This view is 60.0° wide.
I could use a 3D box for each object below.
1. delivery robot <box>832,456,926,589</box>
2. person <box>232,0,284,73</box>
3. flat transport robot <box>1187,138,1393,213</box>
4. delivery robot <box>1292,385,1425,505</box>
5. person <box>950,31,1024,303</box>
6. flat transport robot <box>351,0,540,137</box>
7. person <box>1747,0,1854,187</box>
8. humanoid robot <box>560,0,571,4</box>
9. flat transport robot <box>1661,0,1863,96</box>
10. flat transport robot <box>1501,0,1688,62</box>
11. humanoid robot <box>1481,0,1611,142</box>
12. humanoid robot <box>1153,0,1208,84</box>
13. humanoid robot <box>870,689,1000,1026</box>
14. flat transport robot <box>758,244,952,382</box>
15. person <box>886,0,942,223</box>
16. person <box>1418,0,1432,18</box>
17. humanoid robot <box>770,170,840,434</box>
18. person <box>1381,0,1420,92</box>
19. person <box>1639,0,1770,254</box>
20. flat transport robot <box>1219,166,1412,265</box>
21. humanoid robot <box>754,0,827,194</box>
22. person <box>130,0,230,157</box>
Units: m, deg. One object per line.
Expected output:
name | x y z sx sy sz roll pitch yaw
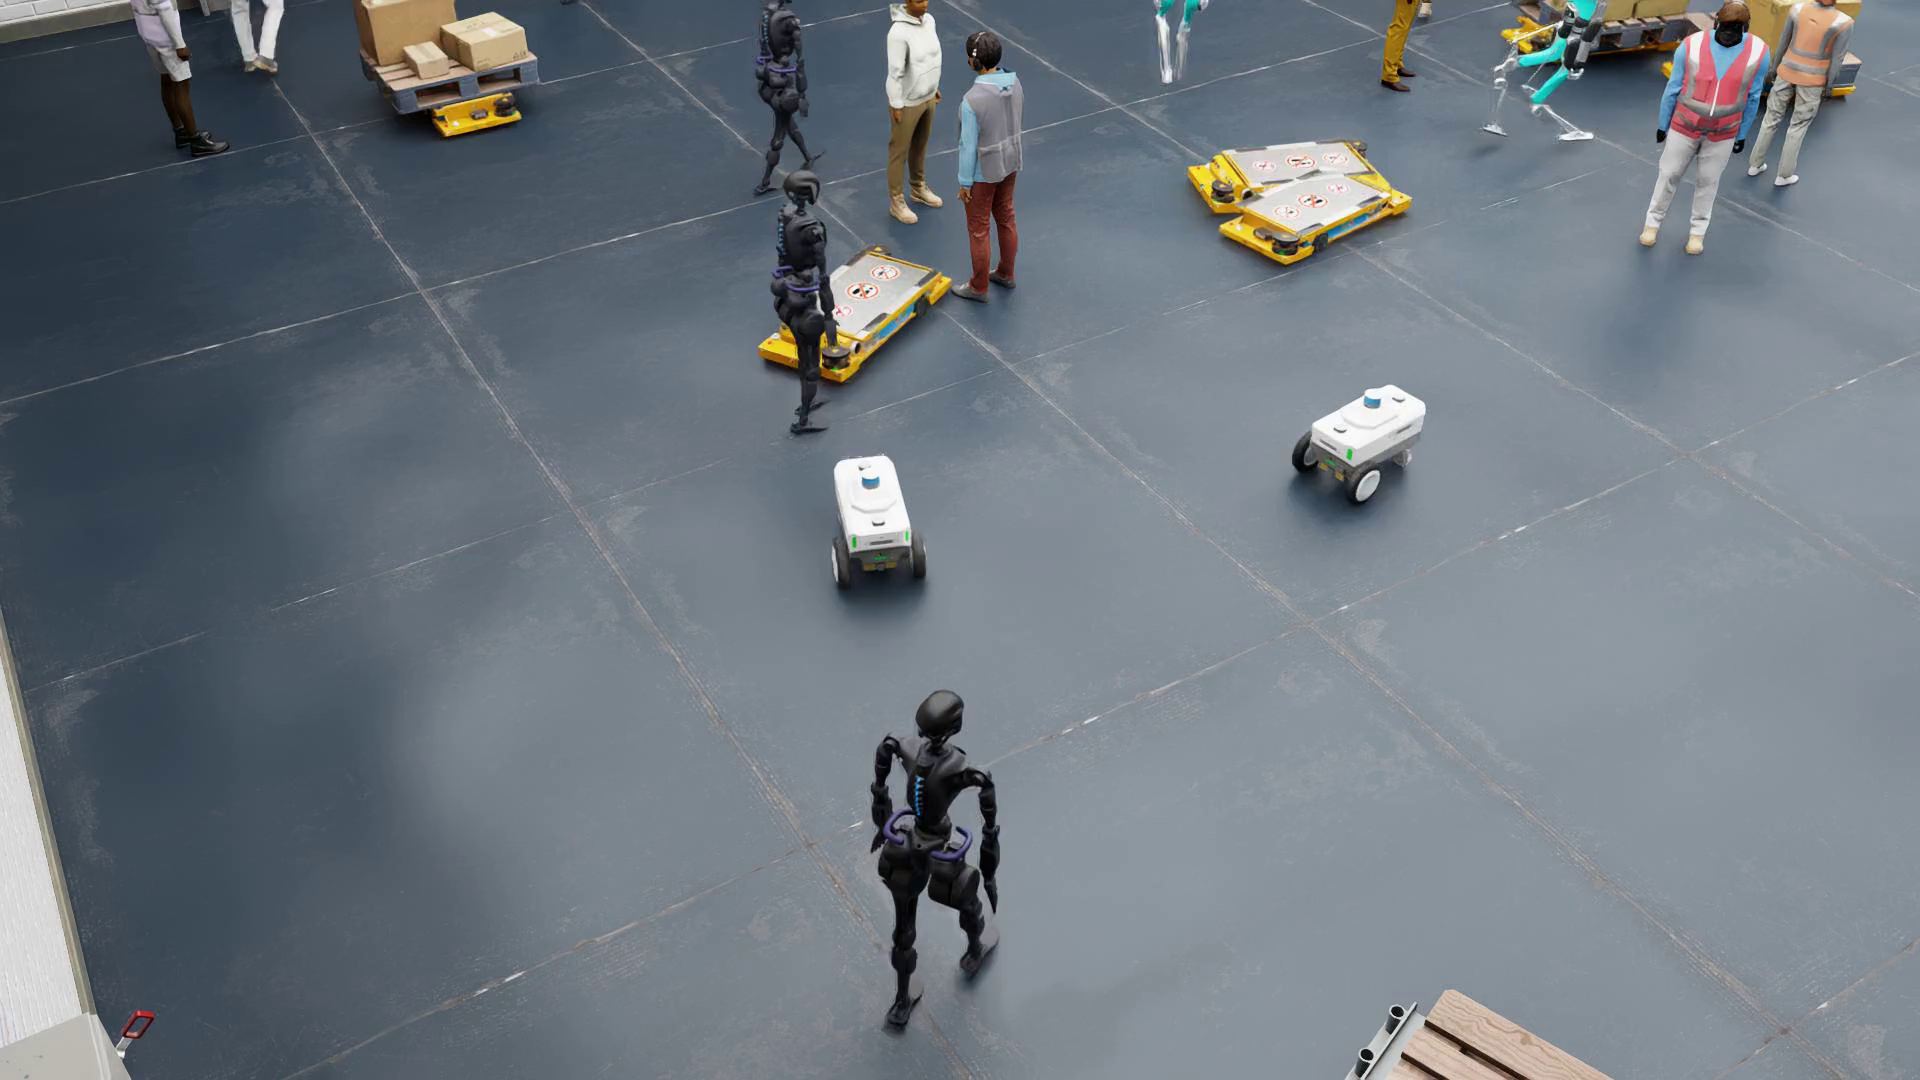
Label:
delivery robot | -0.483 -0.111 9.213 0.499 0.608 0.799 -7 39 -9
person | -6.113 -4.856 14.148 0.616 1.863 0.449 11 40 14
flat transport robot | 2.544 -2.810 12.837 1.431 0.231 0.659 -8 39 -10
delivery robot | 2.369 -0.597 9.830 0.785 0.613 0.512 -26 45 -29
person | 0.201 -2.466 11.116 0.416 1.873 0.534 29 47 32
flat transport robot | -4.298 -3.813 14.102 0.659 0.231 1.431 -22 43 -25
person | 6.369 -3.488 12.595 0.314 1.631 0.517 -27 46 -30
humanoid robot | -3.938 -5.873 15.573 0.612 1.634 0.436 30 47 32
flat transport robot | 6.896 -4.026 14.371 1.431 0.231 0.659 -4 39 -5
flat transport robot | 5.725 -4.589 15.083 1.431 0.231 0.659 -9 39 -11
humanoid robot | 4.557 -3.835 13.002 1.091 1.755 0.533 -2 38 -2
humanoid robot | 1.846 -4.654 14.037 0.530 1.824 0.767 -2 38 -3
humanoid robot | -0.101 1.224 6.628 0.589 1.635 0.681 17 41 20
flat transport robot | -0.691 -1.553 11.251 0.659 0.231 1.431 20 42 23
person | -0.354 -3.219 12.147 0.372 1.766 0.520 26 45 29
person | 4.400 -5.743 15.432 0.555 1.648 0.842 9 39 11
humanoid robot | -0.954 -1.434 9.980 0.363 1.652 0.602 -21 43 -25
person | 3.831 -4.694 14.018 0.342 1.755 0.524 14 41 17
person | 5.223 -2.897 11.695 0.626 1.834 0.430 12 40 15
flat transport robot | 2.661 -2.456 12.391 1.431 0.231 0.659 -28 46 -30
humanoid robot | -1.296 -3.453 12.539 0.763 1.623 0.603 -25 45 -28
person | -6.177 -3.948 12.930 0.367 1.939 0.542 -31 48 -33
